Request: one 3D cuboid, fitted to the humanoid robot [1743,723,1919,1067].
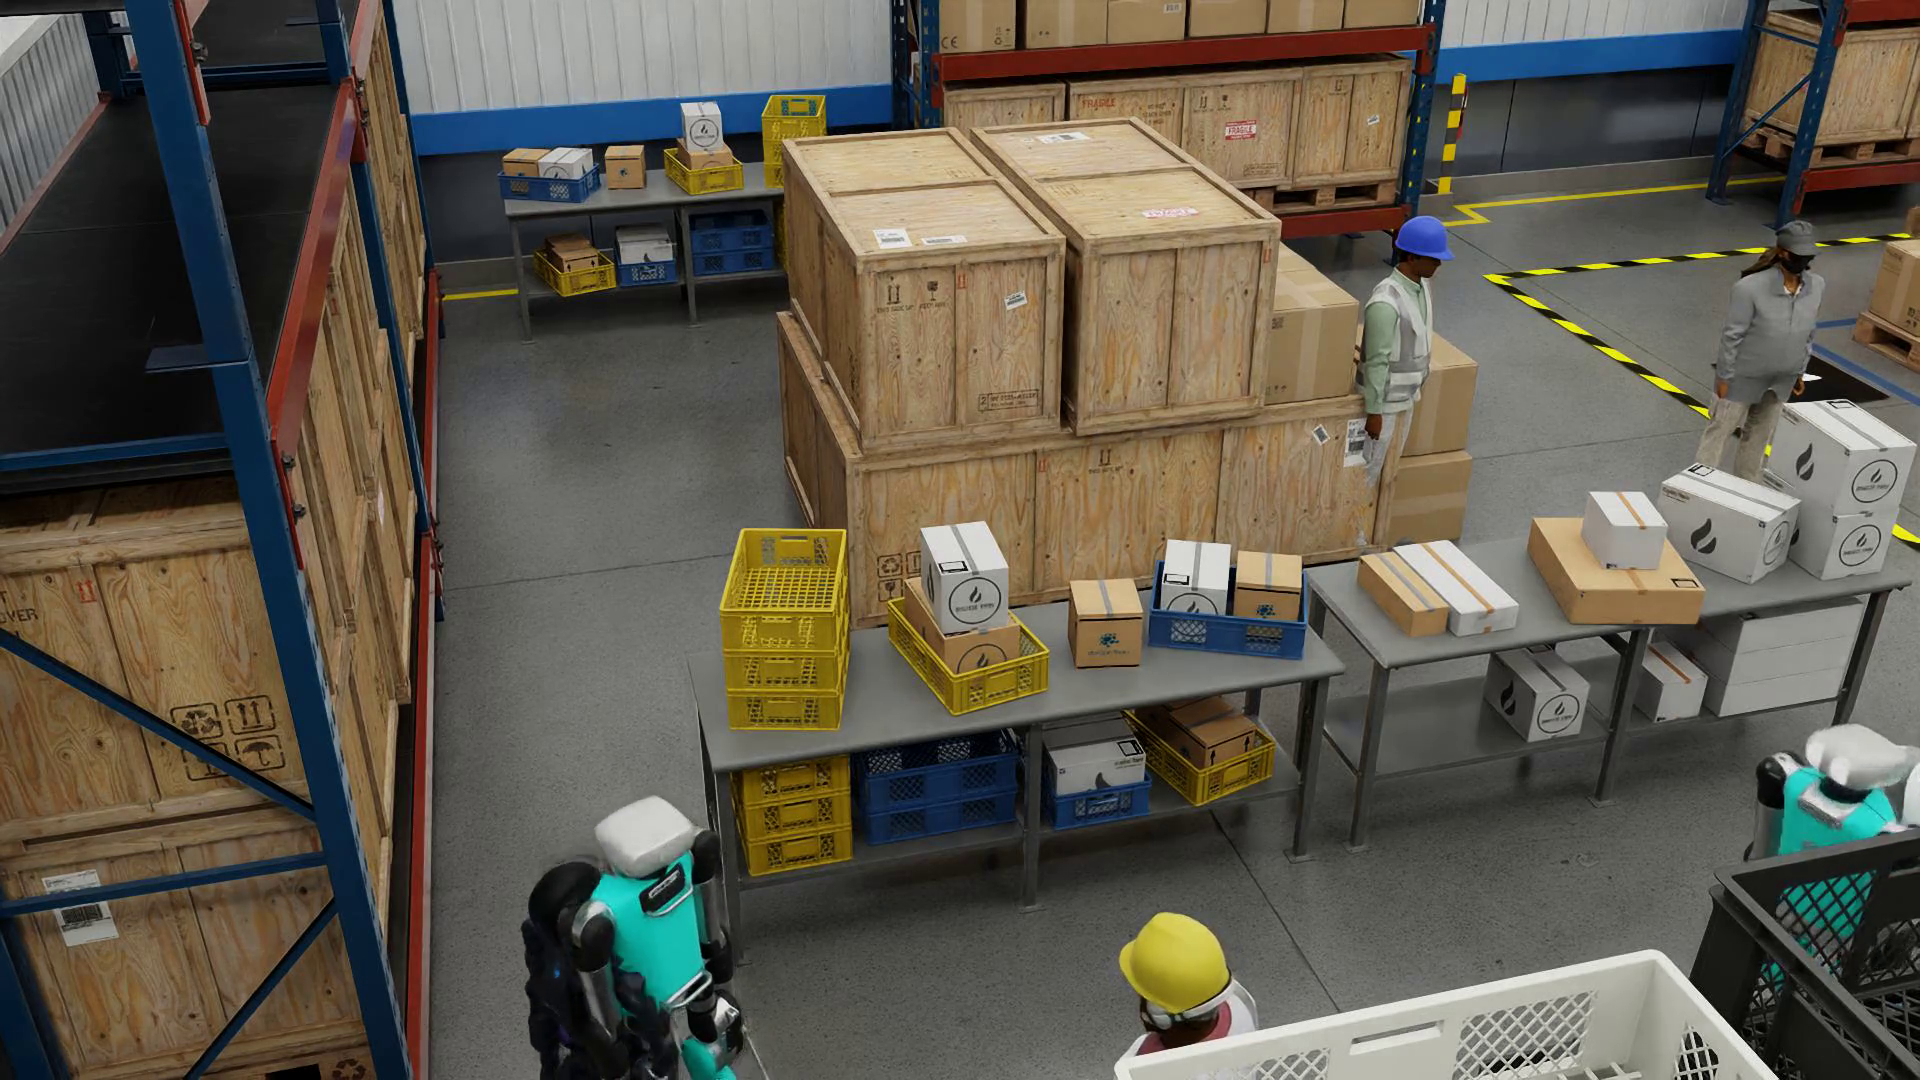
[{"bbox_3d":[2.865,1.289,5.292,0.941,1.775,0.544,-13,31,-22],"label":"humanoid robot"}]

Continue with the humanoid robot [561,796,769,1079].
[{"bbox_3d":[-0.681,1.567,4.731,0.668,1.778,0.531,18,34,29],"label":"humanoid robot"}]

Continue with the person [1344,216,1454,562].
[{"bbox_3d":[2.289,-0.775,8.797,0.411,1.939,0.602,19,34,30],"label":"person"}]

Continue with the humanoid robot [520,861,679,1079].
[{"bbox_3d":[-1.008,1.572,4.853,0.585,1.633,0.730,19,34,30],"label":"humanoid robot"}]

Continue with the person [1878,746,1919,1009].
[{"bbox_3d":[2.996,1.254,5.169,0.360,1.882,0.573,-18,34,-29],"label":"person"}]

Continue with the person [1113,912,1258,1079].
[{"bbox_3d":[0.545,1.719,4.378,0.404,1.827,0.599,10,31,18],"label":"person"}]

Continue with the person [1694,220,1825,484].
[{"bbox_3d":[4.428,-0.921,9.232,0.563,1.770,0.396,-5,29,-10],"label":"person"}]
